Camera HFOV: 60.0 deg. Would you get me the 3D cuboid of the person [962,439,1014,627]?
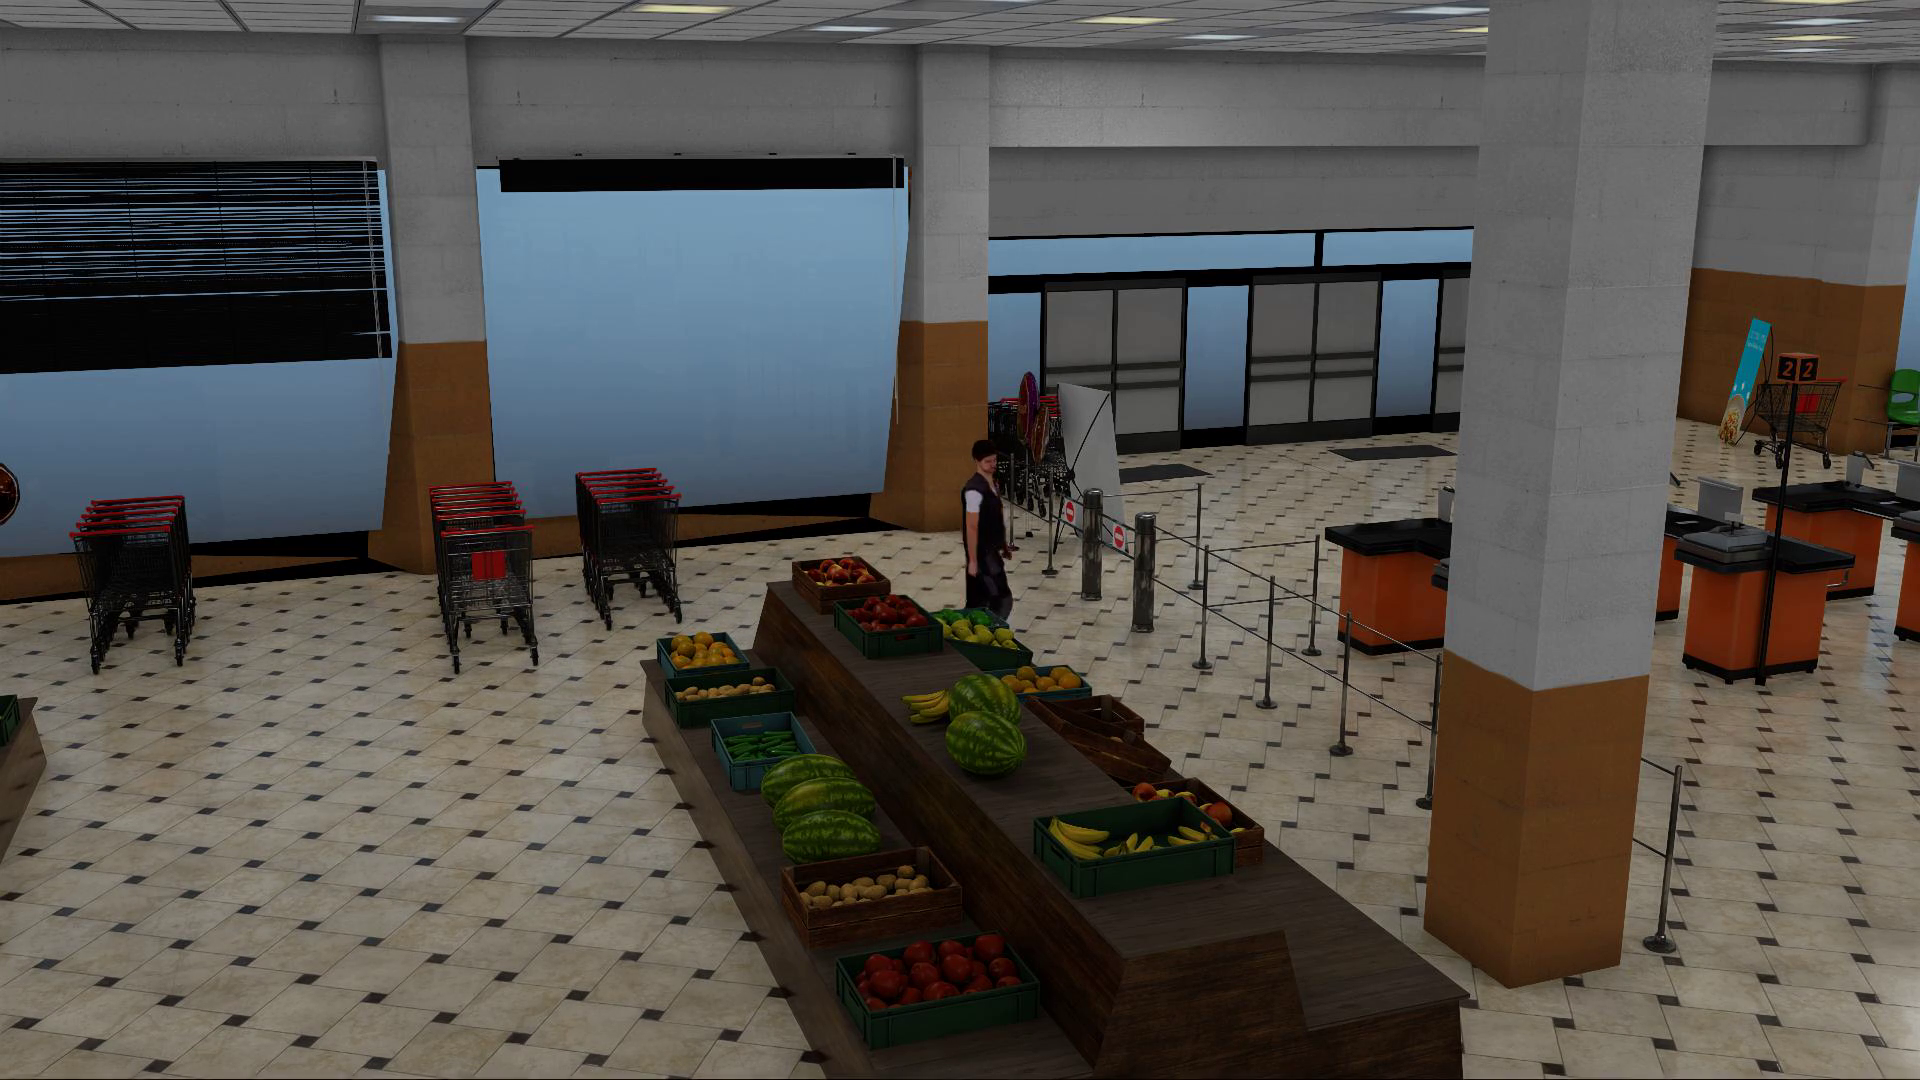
[{"bbox_3d":[0.089,0.099,13.127,0.873,1.819,0.768,1,14,2],"label":"person"}]
